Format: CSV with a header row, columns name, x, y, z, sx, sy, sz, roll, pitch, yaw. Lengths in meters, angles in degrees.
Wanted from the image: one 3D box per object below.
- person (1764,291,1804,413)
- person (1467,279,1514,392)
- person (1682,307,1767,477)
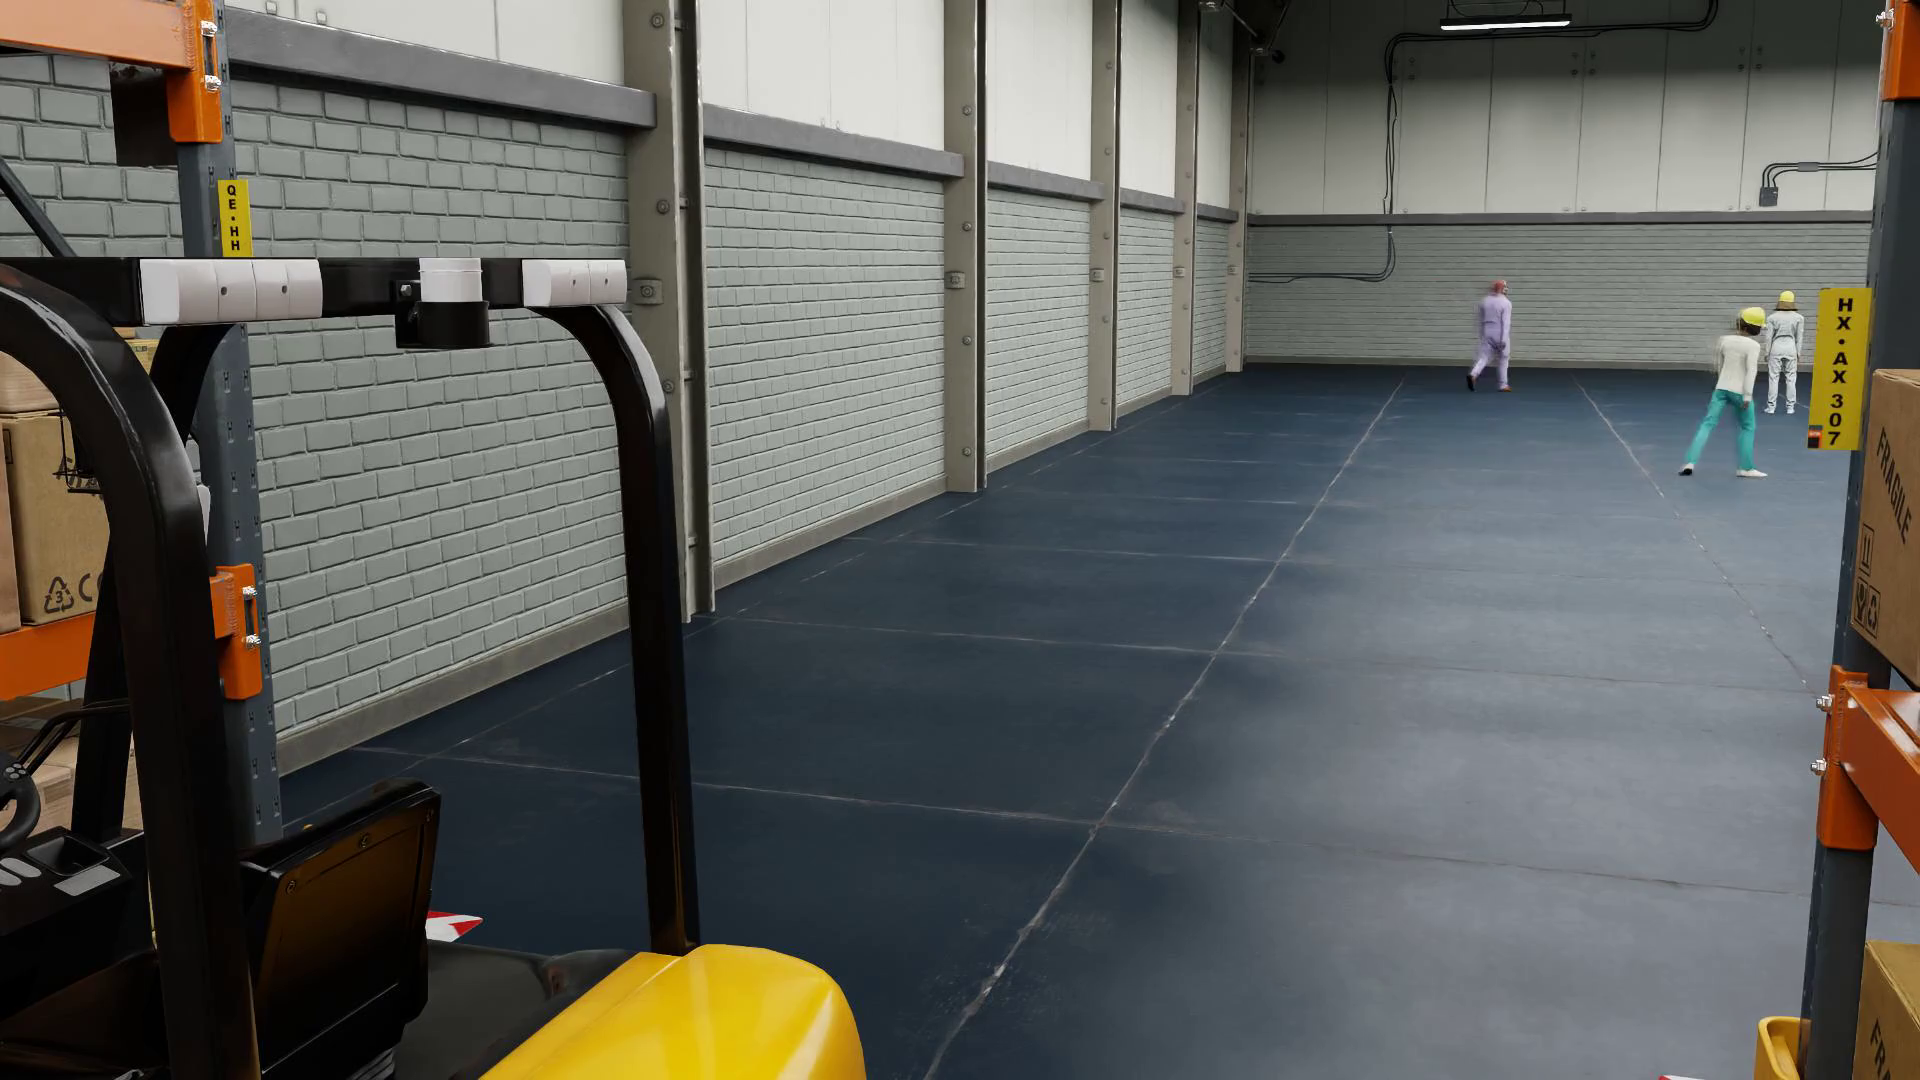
name,x,y,z,sx,sy,sz,roll,pitch,yaw
person,11.757,-2.678,23.770,0.487,1.744,0.312,3,10,19
person,8.826,-3.374,27.511,0.815,1.884,0.646,-6,11,-30
person,7.706,-1.480,16.718,0.758,1.720,0.569,-4,10,-21
